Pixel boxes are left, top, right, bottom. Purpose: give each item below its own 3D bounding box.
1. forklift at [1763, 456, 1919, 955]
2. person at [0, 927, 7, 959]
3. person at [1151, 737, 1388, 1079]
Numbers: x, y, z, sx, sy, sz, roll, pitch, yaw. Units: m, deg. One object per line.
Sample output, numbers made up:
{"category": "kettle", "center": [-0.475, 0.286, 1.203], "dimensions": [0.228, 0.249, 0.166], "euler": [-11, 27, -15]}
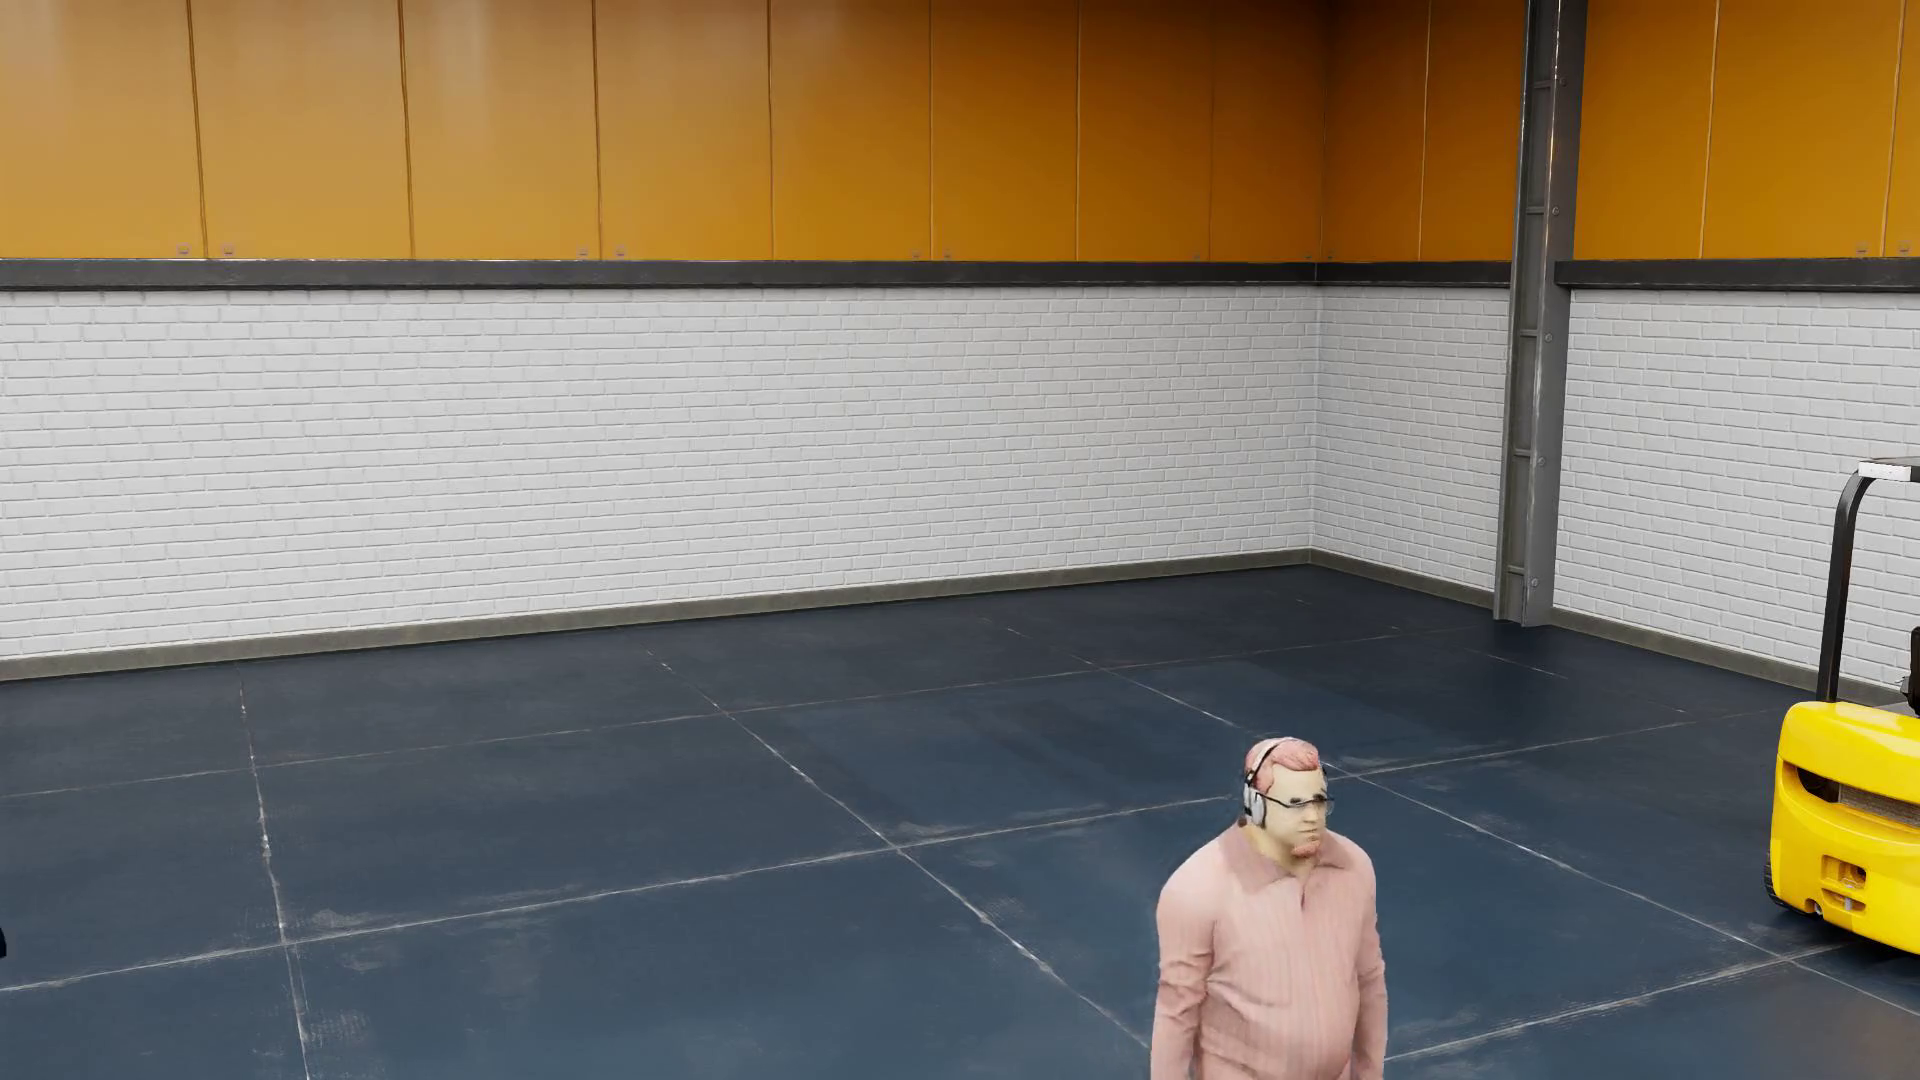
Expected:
{"category": "forklift", "center": [4.857, 0.731, 7.561], "dimensions": [2.313, 2.155, 1.214], "euler": [-4, 10, -25]}
{"category": "person", "center": [-3.446, 1.234, 5.579], "dimensions": [0.497, 1.826, 0.628], "euler": [-8, 12, -42]}
{"category": "person", "center": [0.820, 1.407, 4.400], "dimensions": [0.654, 1.864, 1.005], "euler": [-5, 10, -27]}
